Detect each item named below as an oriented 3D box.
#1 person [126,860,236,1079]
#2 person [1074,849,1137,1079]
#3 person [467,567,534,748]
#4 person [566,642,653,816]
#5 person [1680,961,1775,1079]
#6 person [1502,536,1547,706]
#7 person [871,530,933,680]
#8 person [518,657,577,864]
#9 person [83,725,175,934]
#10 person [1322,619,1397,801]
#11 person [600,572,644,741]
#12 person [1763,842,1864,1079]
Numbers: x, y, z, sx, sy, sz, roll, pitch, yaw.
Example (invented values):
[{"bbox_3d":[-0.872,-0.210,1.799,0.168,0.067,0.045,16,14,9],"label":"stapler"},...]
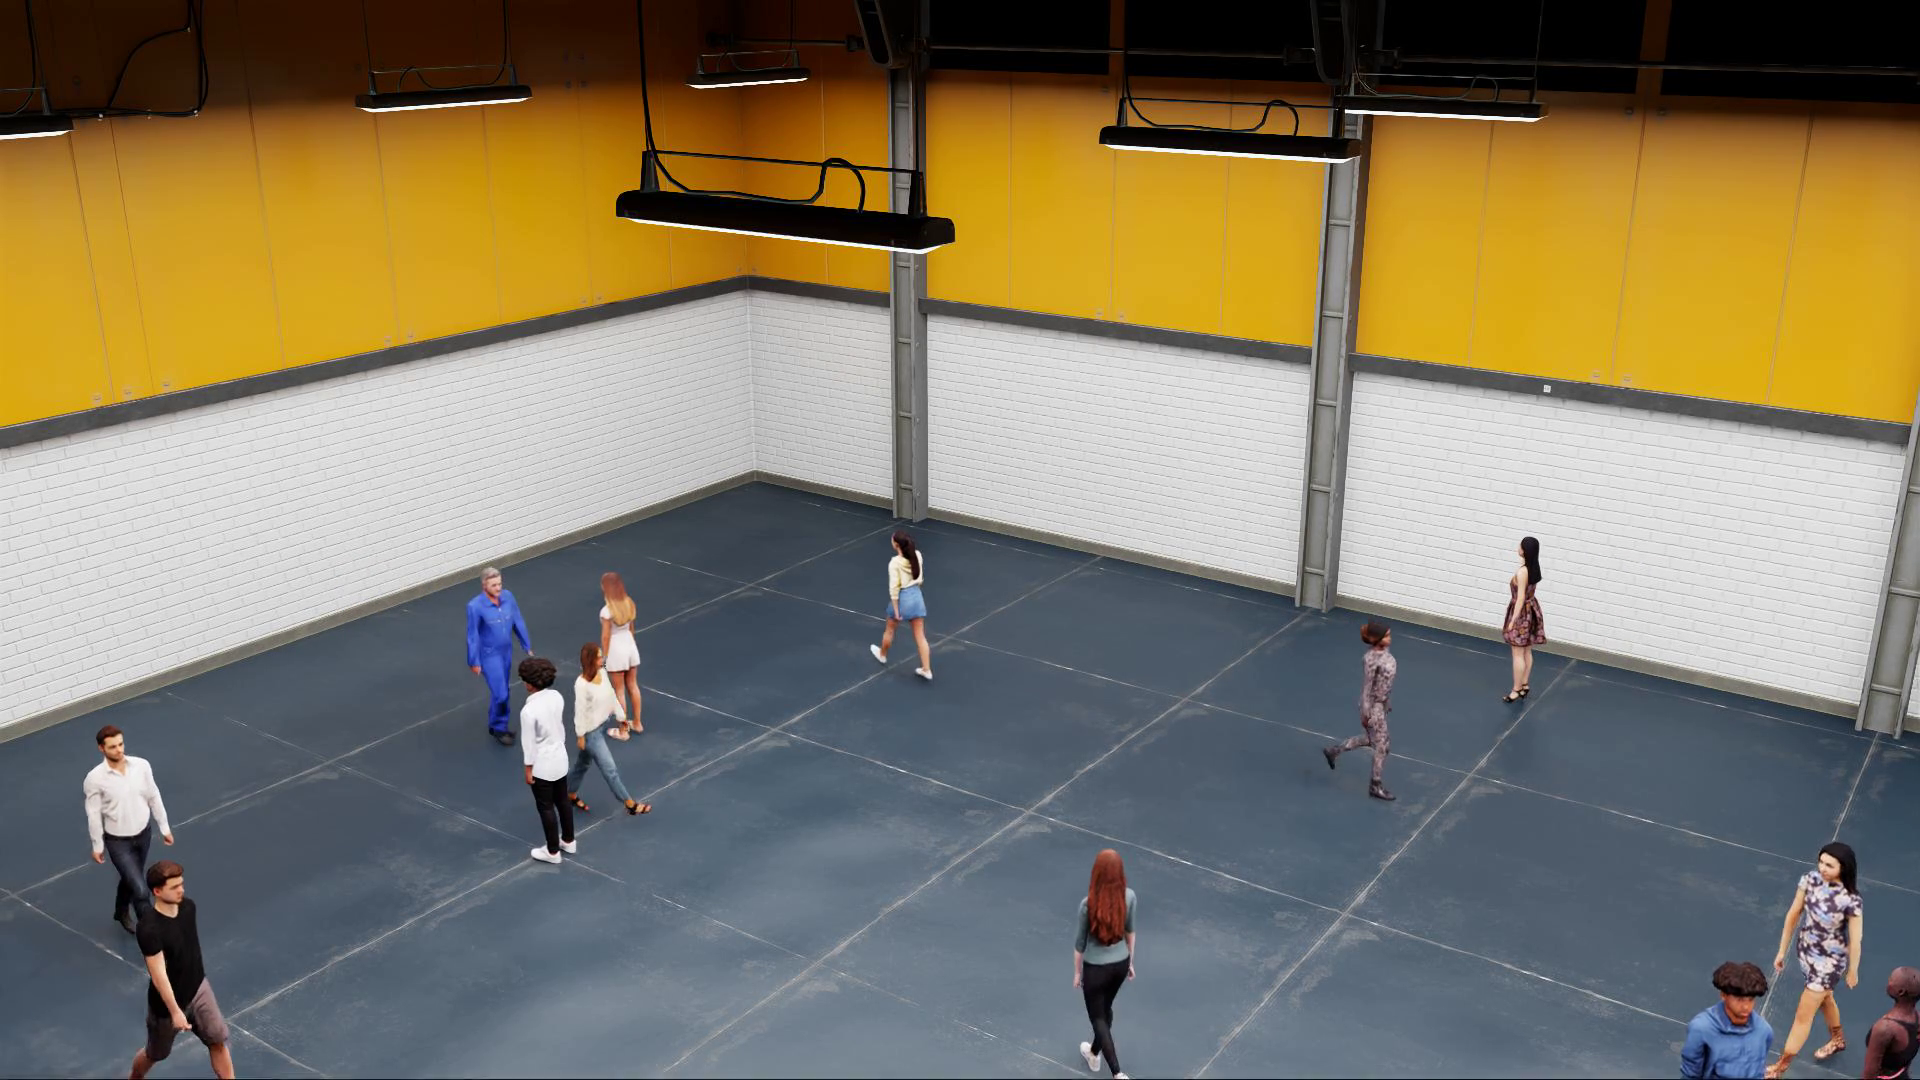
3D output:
[{"bbox_3d":[-5.092,2.902,10.635,1.305,1.829,0.918,5,19,16],"label":"person"},{"bbox_3d":[0.979,2.866,10.909,0.977,1.723,1.110,-6,19,-16],"label":"person"},{"bbox_3d":[-4.553,1.094,16.040,0.735,1.807,0.800,8,20,22],"label":"person"},{"bbox_3d":[-3.293,1.674,14.583,1.167,1.637,0.893,4,19,12],"label":"person"},{"bbox_3d":[4.393,3.245,9.644,0.720,1.811,0.818,0,19,-1],"label":"person"},{"bbox_3d":[5.723,0.808,16.940,0.691,1.773,0.685,16,24,39],"label":"person"},{"bbox_3d":[-0.499,0.714,17.532,0.874,1.573,1.198,-14,23,-36],"label":"person"},{"bbox_3d":[-3.433,1.824,13.871,0.599,1.807,0.649,9,21,25],"label":"person"},{"bbox_3d":[-6.331,2.251,12.575,1.189,1.825,0.698,12,22,32],"label":"person"},{"bbox_3d":[3.664,1.502,15.000,0.963,1.696,0.583,12,22,32],"label":"person"},{"bbox_3d":[-3.298,1.115,16.152,0.541,1.695,0.555,13,23,34],"label":"person"},{"bbox_3d":[5.832,2.804,11.157,1.048,1.682,1.147,-9,20,-24],"label":"person"}]
